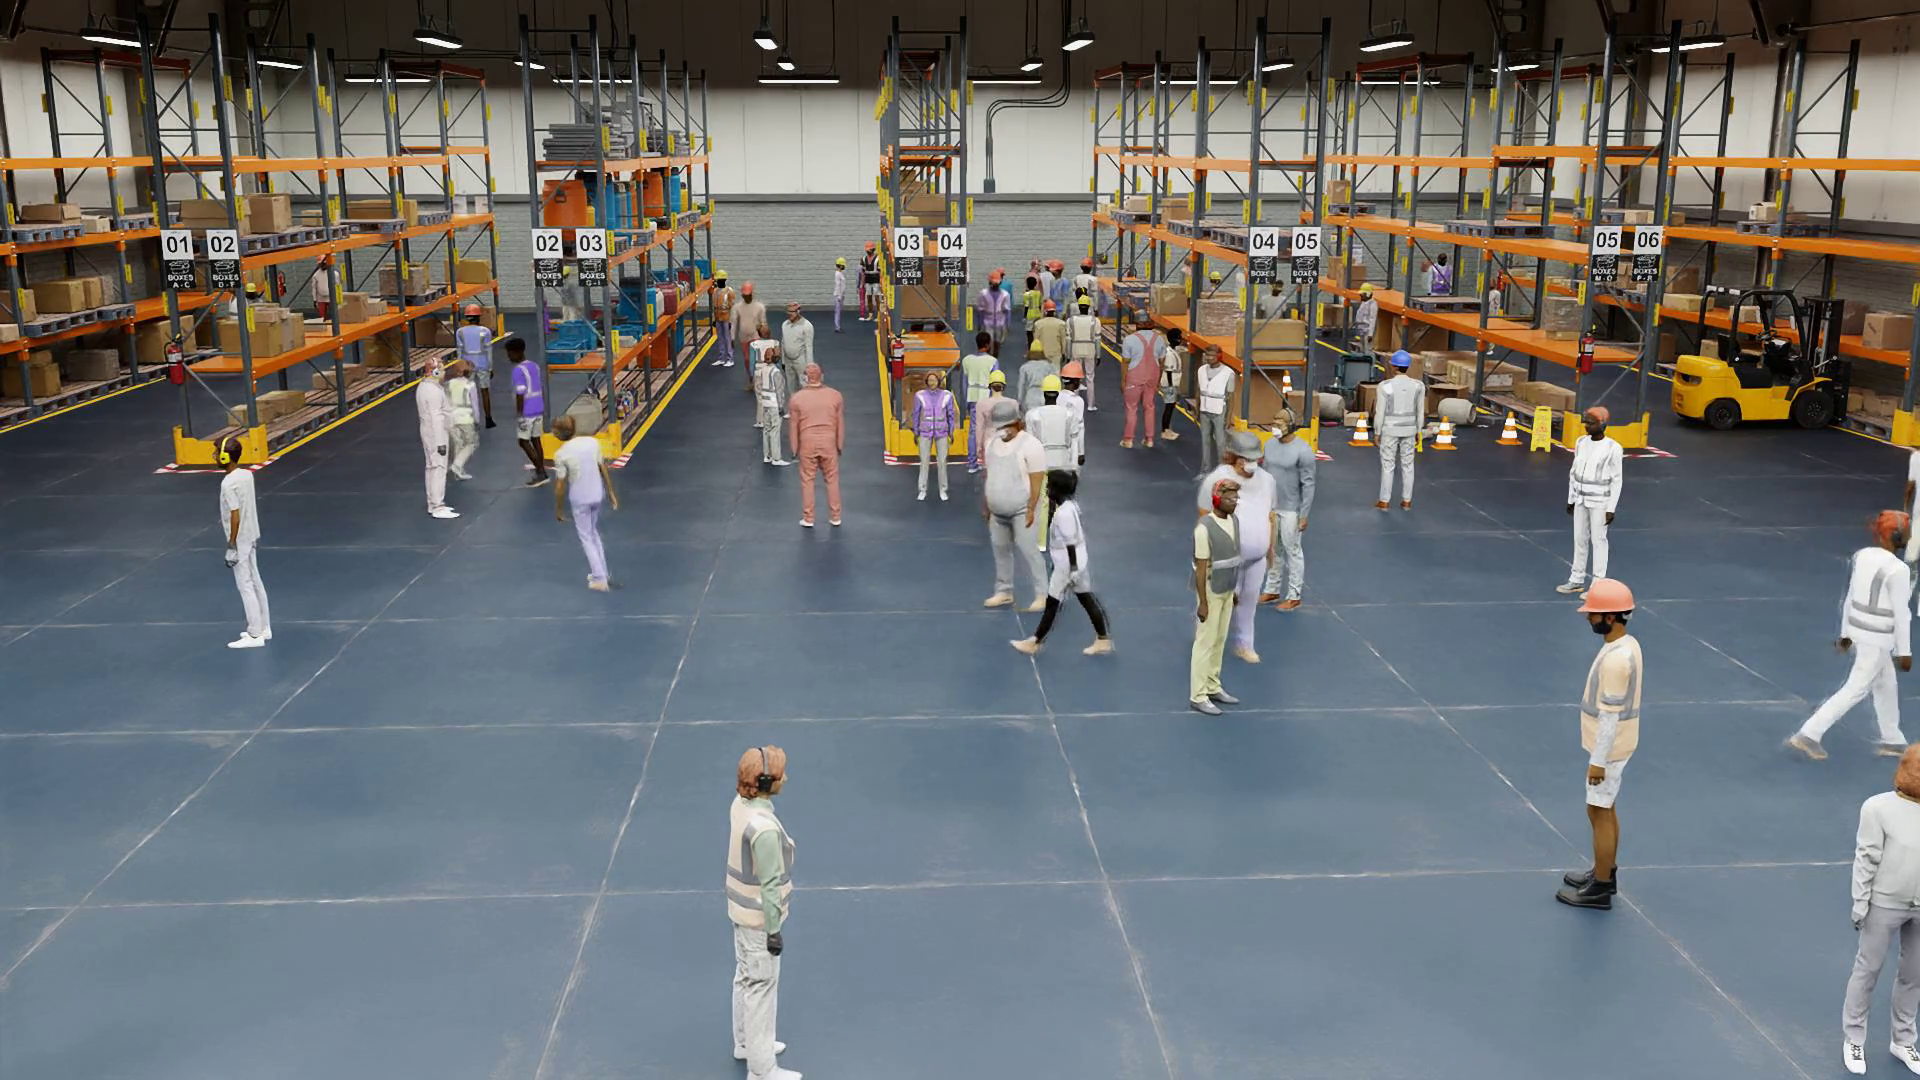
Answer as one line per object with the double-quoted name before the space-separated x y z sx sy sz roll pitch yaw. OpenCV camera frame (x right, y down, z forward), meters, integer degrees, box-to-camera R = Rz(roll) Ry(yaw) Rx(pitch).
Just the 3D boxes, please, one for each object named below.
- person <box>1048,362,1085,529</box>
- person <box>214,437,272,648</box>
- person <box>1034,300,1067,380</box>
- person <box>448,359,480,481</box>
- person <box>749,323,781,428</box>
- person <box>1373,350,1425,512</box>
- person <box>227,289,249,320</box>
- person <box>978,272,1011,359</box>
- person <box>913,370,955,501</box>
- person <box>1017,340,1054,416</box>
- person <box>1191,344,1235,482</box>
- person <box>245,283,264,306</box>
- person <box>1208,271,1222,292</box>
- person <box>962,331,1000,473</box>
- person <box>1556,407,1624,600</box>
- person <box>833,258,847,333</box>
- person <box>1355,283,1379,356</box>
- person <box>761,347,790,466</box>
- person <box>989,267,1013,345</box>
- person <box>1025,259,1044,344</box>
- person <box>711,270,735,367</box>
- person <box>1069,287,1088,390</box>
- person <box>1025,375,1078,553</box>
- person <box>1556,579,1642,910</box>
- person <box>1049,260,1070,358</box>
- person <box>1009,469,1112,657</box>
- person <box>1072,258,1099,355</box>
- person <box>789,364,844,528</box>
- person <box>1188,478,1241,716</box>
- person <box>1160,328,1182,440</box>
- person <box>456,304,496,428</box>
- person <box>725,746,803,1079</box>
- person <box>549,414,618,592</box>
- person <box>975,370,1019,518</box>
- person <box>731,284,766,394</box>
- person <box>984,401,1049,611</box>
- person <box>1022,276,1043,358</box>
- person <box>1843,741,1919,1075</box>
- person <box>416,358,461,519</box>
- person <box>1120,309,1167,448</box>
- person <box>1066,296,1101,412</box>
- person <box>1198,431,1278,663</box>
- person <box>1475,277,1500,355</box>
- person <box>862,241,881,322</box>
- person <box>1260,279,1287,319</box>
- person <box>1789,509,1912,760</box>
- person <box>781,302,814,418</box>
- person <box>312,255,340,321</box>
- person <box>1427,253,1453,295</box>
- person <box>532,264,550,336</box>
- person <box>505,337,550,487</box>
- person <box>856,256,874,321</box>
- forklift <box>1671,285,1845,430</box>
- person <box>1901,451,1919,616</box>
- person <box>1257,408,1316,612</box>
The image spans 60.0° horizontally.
"person" 1.254 -1.082 19.109 0.400 1.927 0.543 -9 16 -34
"person" -6.303 0.019 14.555 0.319 1.870 0.521 0 13 -2
"person" 1.548 -3.243 28.611 0.573 1.755 0.319 0 13 1
"person" -6.506 -1.548 21.703 0.567 1.621 0.428 7 15 29
"person" -3.044 -2.565 25.996 0.523 1.639 0.306 -7 15 -27
"person" 5.269 -1.307 20.002 0.615 1.947 0.389 -2 13 -6
"person" -13.890 -4.116 32.129 0.373 1.840 0.571 -11 17 -39
"person" 0.670 -4.093 31.709 0.615 1.987 1.046 -1 13 -5
"person" -0.325 -1.299 20.631 0.523 1.638 0.310 0 13 -1
"person" 1.048 -1.933 23.177 0.508 1.688 0.889 -1 13 -6
"person" 3.310 -1.633 21.608 0.373 1.840 0.572 -13 18 -43
"person" -13.762 -4.137 32.442 0.321 1.737 0.487 12 18 42
"person" 5.347 -4.769 35.062 0.310 1.769 0.523 -2 13 -6
"person" 0.295 -1.835 22.305 0.592 1.919 0.392 9 16 35
"person" 6.121 -0.358 16.118 0.337 1.882 0.585 -6 15 -24
"person" -2.841 -5.801 39.454 0.326 1.760 0.558 0 13 0
"person" 7.669 -3.933 31.414 0.403 1.821 0.595 -2 13 -7
"person" -2.574 -1.843 22.933 0.307 1.640 0.520 -8 16 -31
"person" 0.887 -5.175 36.866 0.586 1.722 0.548 -6 14 -23
"person" 1.669 -5.280 36.956 0.397 1.900 0.635 -3 14 -14
"person" -4.748 -4.440 33.312 0.587 1.930 0.363 10 17 37
"person" 2.149 -3.639 30.074 0.318 1.865 0.522 -8 15 -30
"person" 0.976 -0.821 17.990 0.594 1.924 0.382 -2 13 -10
"person" 3.694 1.167 9.582 0.386 1.924 0.548 6 15 24
"person" 2.024 -4.796 34.615 0.414 2.035 0.601 -8 16 -31
"person" 0.901 0.206 14.227 0.890 1.635 0.541 2 13 7
"person" 2.667 -4.931 35.153 0.607 2.044 0.372 9 16 33
"person" -1.654 -1.090 19.210 0.640 1.897 0.401 -3 14 -13
"person" 1.974 0.419 12.914 0.372 1.840 0.570 9 16 34
"person" 3.158 -2.335 24.921 0.320 1.685 0.539 3 14 13
"person" -7.548 -2.701 25.938 0.547 1.934 0.375 -1 13 -3
"person" -0.931 1.745 7.756 0.311 1.631 0.506 -5 14 -19
"person" -3.717 -0.368 16.360 0.547 1.788 0.606 10 17 37
"person" 0.435 -1.119 19.598 0.525 1.769 0.315 -2 13 -9
"person" -3.800 -3.642 29.942 0.641 1.941 1.023 1 13 6
"person" 0.506 -0.339 15.703 0.596 2.000 0.771 -13 18 -43
"person" 1.500 -4.626 34.594 0.319 1.698 0.539 13 18 43
"person" 4.442 1.727 7.817 0.500 1.636 0.283 1 13 3
"person" -6.176 -1.207 19.691 0.400 1.900 0.637 -7 15 -27
"person" 2.630 -2.366 24.291 0.685 2.000 0.535 -5 14 -21
"person" 2.049 -3.084 27.593 0.585 1.920 0.374 2 13 10
"person" 2.378 0.056 14.028 0.698 2.000 0.539 -5 14 -20
"person" 11.188 -4.749 35.260 0.279 1.633 0.500 -11 17 -40
"person" -2.220 -6.484 41.771 0.612 2.029 0.409 7 15 28
"person" 6.016 -4.057 31.895 0.531 1.841 0.613 0 13 2
"person" 6.451 0.687 11.812 0.978 1.847 0.587 1 13 4
"person" -2.636 -2.876 26.772 0.642 1.899 0.394 9 16 34
"person" -14.115 -5.358 37.060 0.622 1.993 0.382 -1 13 -5
"person" 11.541 -5.965 39.966 0.634 1.842 0.429 -2 13 -7
"person" -9.787 -5.638 38.771 0.328 1.750 0.560 -9 16 -35
"person" -5.562 -1.662 21.525 0.444 1.948 0.745 3 14 11
"person" -2.396 -6.387 42.200 0.500 1.633 0.284 -5 14 -20
"forklift" 12.503 -2.886 26.166 2.313 2.155 1.214 -1 13 -3
"person" 9.117 -0.216 15.595 0.537 1.852 0.468 7 15 28
"person" 3.064 -0.290 15.714 0.356 1.938 0.633 -9 16 -33
